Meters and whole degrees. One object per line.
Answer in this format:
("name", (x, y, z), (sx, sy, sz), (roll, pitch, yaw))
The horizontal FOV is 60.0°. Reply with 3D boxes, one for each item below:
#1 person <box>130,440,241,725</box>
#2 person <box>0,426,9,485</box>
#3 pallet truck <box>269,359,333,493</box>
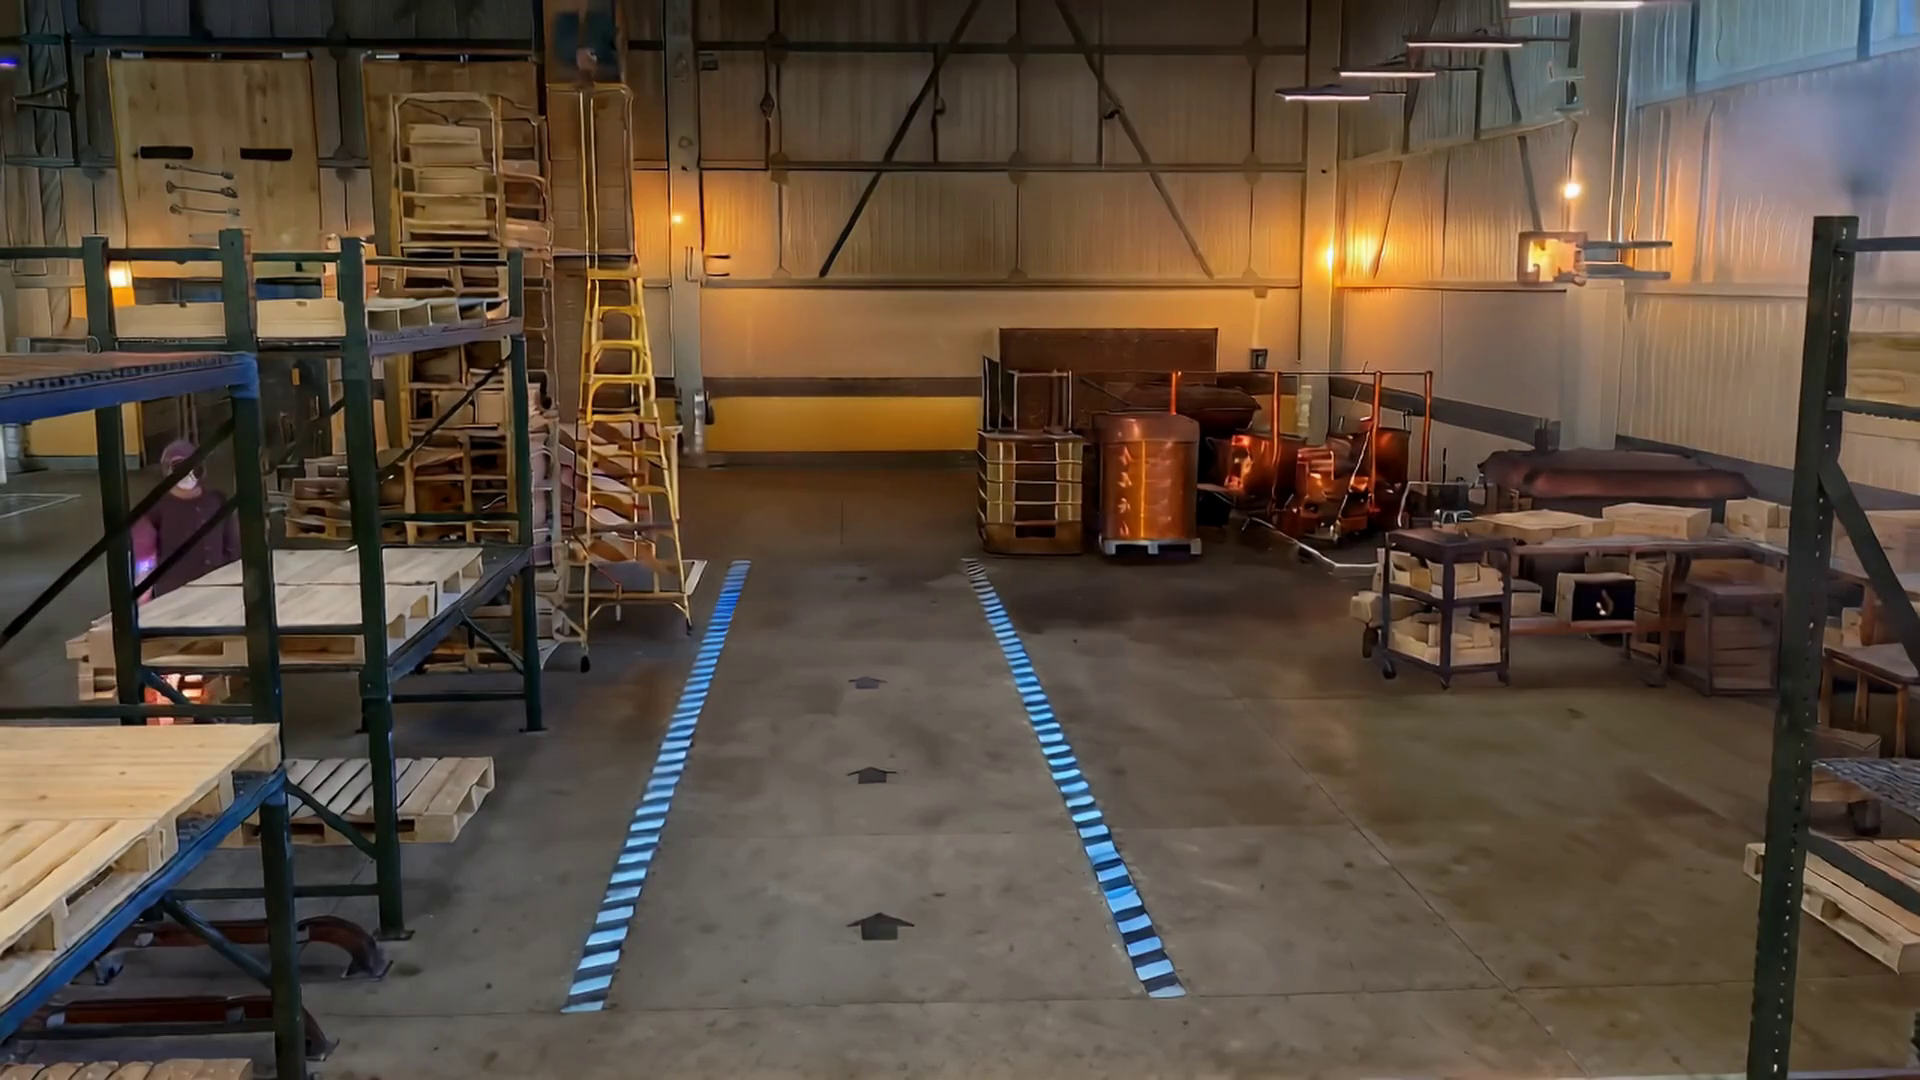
("person", (-4.448, 0.388, 9.641), (0.630, 1.940, 0.372), (-8, 12, -42))
("person", (-13.368, -1.694, 22.763), (0.546, 1.927, 0.389), (0, 9, 0))
("pallet truck", (-7.062, -1.131, 18.996), (1.885, 1.965, 0.823), (2, 9, 13))
